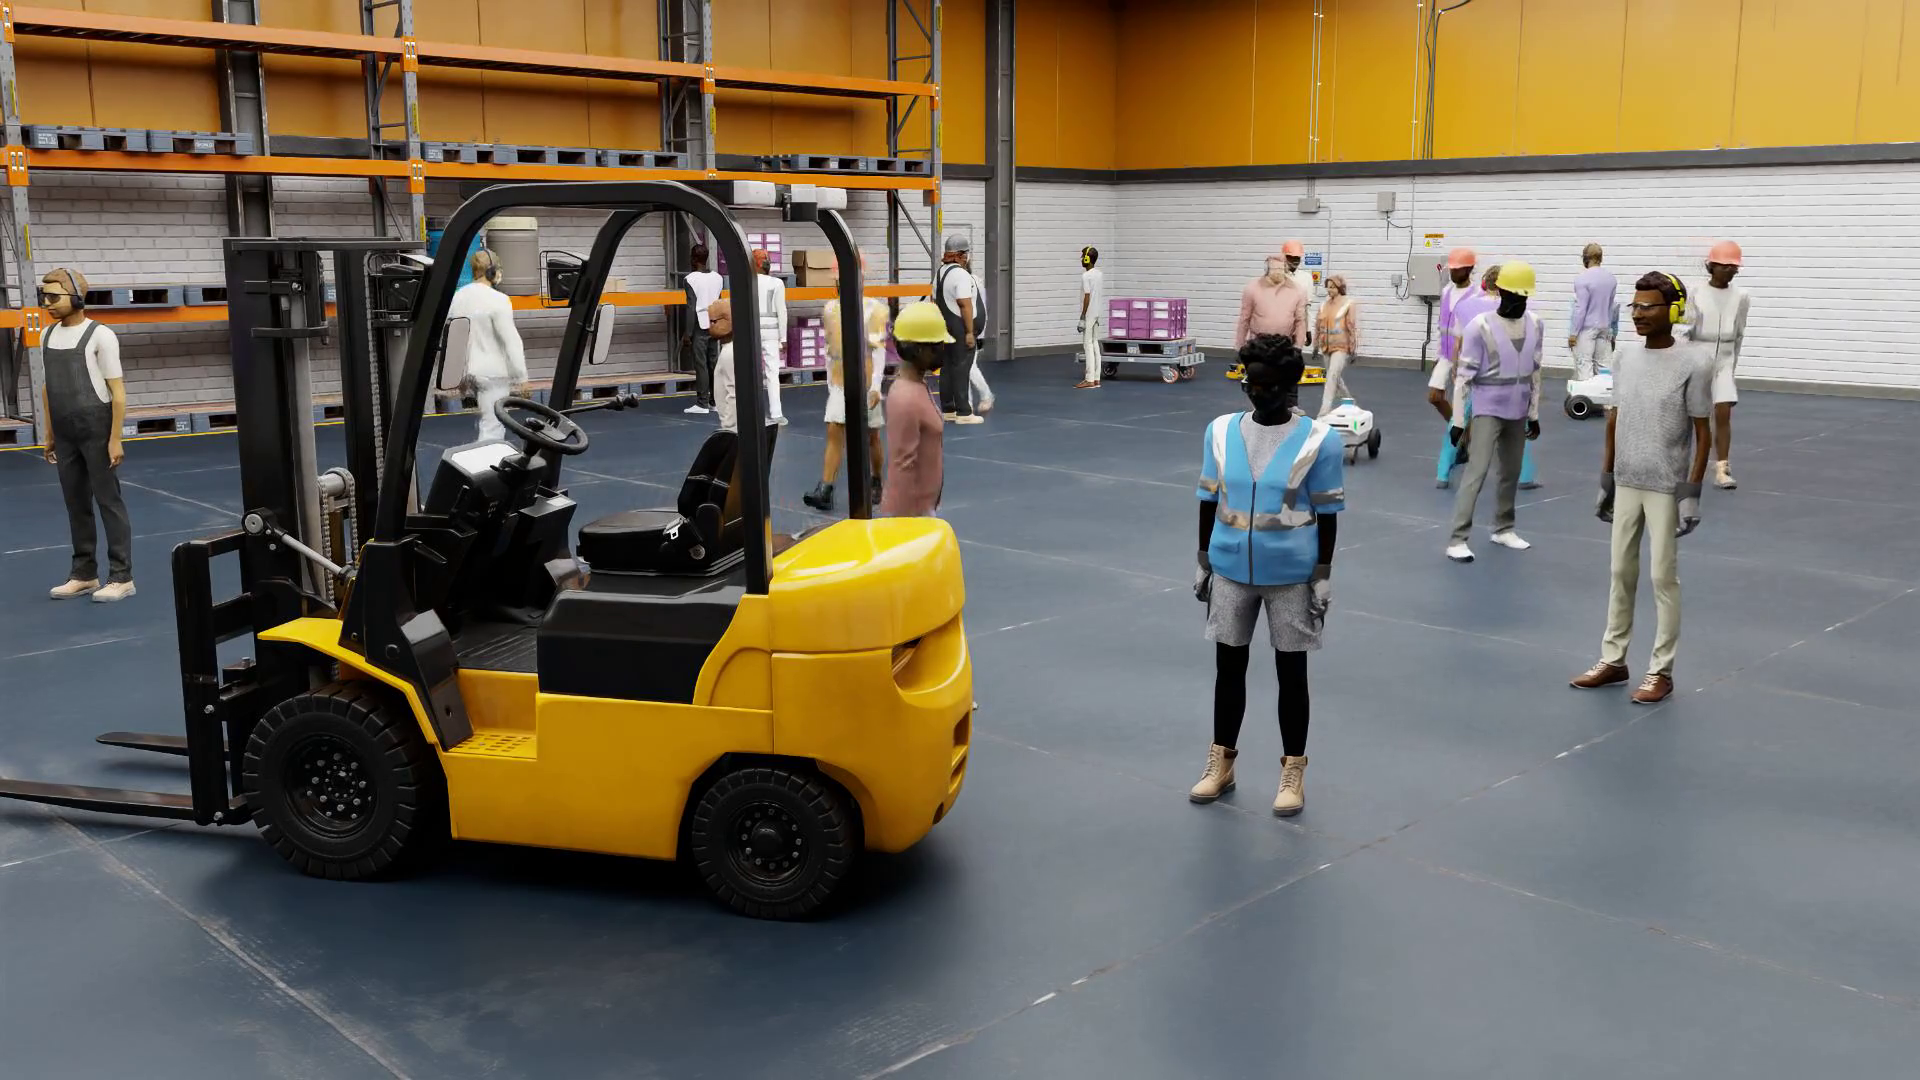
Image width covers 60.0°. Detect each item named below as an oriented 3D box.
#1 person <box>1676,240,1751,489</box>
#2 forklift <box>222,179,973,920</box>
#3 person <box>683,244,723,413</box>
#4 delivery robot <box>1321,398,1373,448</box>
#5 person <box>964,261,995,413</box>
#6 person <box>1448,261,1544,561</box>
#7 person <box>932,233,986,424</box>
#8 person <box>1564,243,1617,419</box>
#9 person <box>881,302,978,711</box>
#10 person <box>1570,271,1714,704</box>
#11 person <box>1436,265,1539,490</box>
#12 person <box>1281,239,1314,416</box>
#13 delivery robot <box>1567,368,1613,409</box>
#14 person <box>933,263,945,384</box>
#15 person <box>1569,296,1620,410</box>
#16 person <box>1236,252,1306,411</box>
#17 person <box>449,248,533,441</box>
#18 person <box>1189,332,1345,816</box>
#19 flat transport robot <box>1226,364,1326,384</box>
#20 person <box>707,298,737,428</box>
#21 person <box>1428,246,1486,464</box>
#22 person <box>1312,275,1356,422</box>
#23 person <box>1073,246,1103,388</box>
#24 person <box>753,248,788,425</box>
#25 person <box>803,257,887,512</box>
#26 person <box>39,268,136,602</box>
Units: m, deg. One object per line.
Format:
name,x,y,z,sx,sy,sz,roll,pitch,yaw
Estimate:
person,6.119,-1.456,13.647,0.612,1.992,1.088,0,10,2
forklift,-1.114,-0.058,5.440,2.313,2.155,1.214,2,11,13
person,-2.929,-2.405,18.992,0.392,1.919,0.591,6,12,29
delivery robot,3.490,-1.038,15.003,0.477,0.478,0.707,5,11,25
person,0.102,-2.321,18.831,0.509,1.814,0.662,-5,12,-26
person,3.359,-0.817,10.504,0.758,1.874,0.552,-5,11,-23
person,0.014,-2.283,17.991,0.538,2.000,0.683,-5,12,-27
person,6.996,-2.315,18.449,0.634,1.936,0.351,-7,12,-32
person,-0.225,-0.136,7.077,0.557,1.750,0.543,0,10,2
person,2.992,-0.224,7.232,0.334,1.873,0.517,-6,12,-30
person,4.264,-1.283,13.252,0.750,1.796,0.541,5,12,26
person,3.656,-2.348,18.535,0.632,1.981,0.433,-3,11,-17
delivery robot,7.078,-1.649,18.333,0.707,0.478,0.477,3,11,17
person,-0.118,-2.964,22.645,0.532,1.698,0.319,-2,11,-13
person,7.436,-2.345,19.551,0.544,1.597,0.793,0,10,3
person,3.106,-1.958,16.696,0.657,1.868,0.830,-1,10,-5
person,-3.499,-1.239,12.634,0.645,1.921,0.629,9,14,40
person,1.068,0.120,5.842,0.531,1.692,0.320,6,12,28
flat transport robot,4.420,-2.311,22.974,0.652,0.197,1.431,-7,13,-35
person,-1.430,-0.707,10.510,0.280,1.633,0.498,0,10,1
person,4.388,-1.622,14.685,0.440,1.929,0.595,-5,12,-27
person,4.079,-2.056,17.992,0.841,1.606,0.523,-7,12,-33
person,1.710,-2.948,22.100,0.328,1.867,0.513,5,12,27
person,-2.106,-2.148,17.686,0.574,1.884,0.360,3,11,14
person,-0.815,-1.149,12.210,0.567,1.886,0.976,5,11,25
person,-4.848,-0.572,9.198,0.517,1.843,0.325,3,11,17
